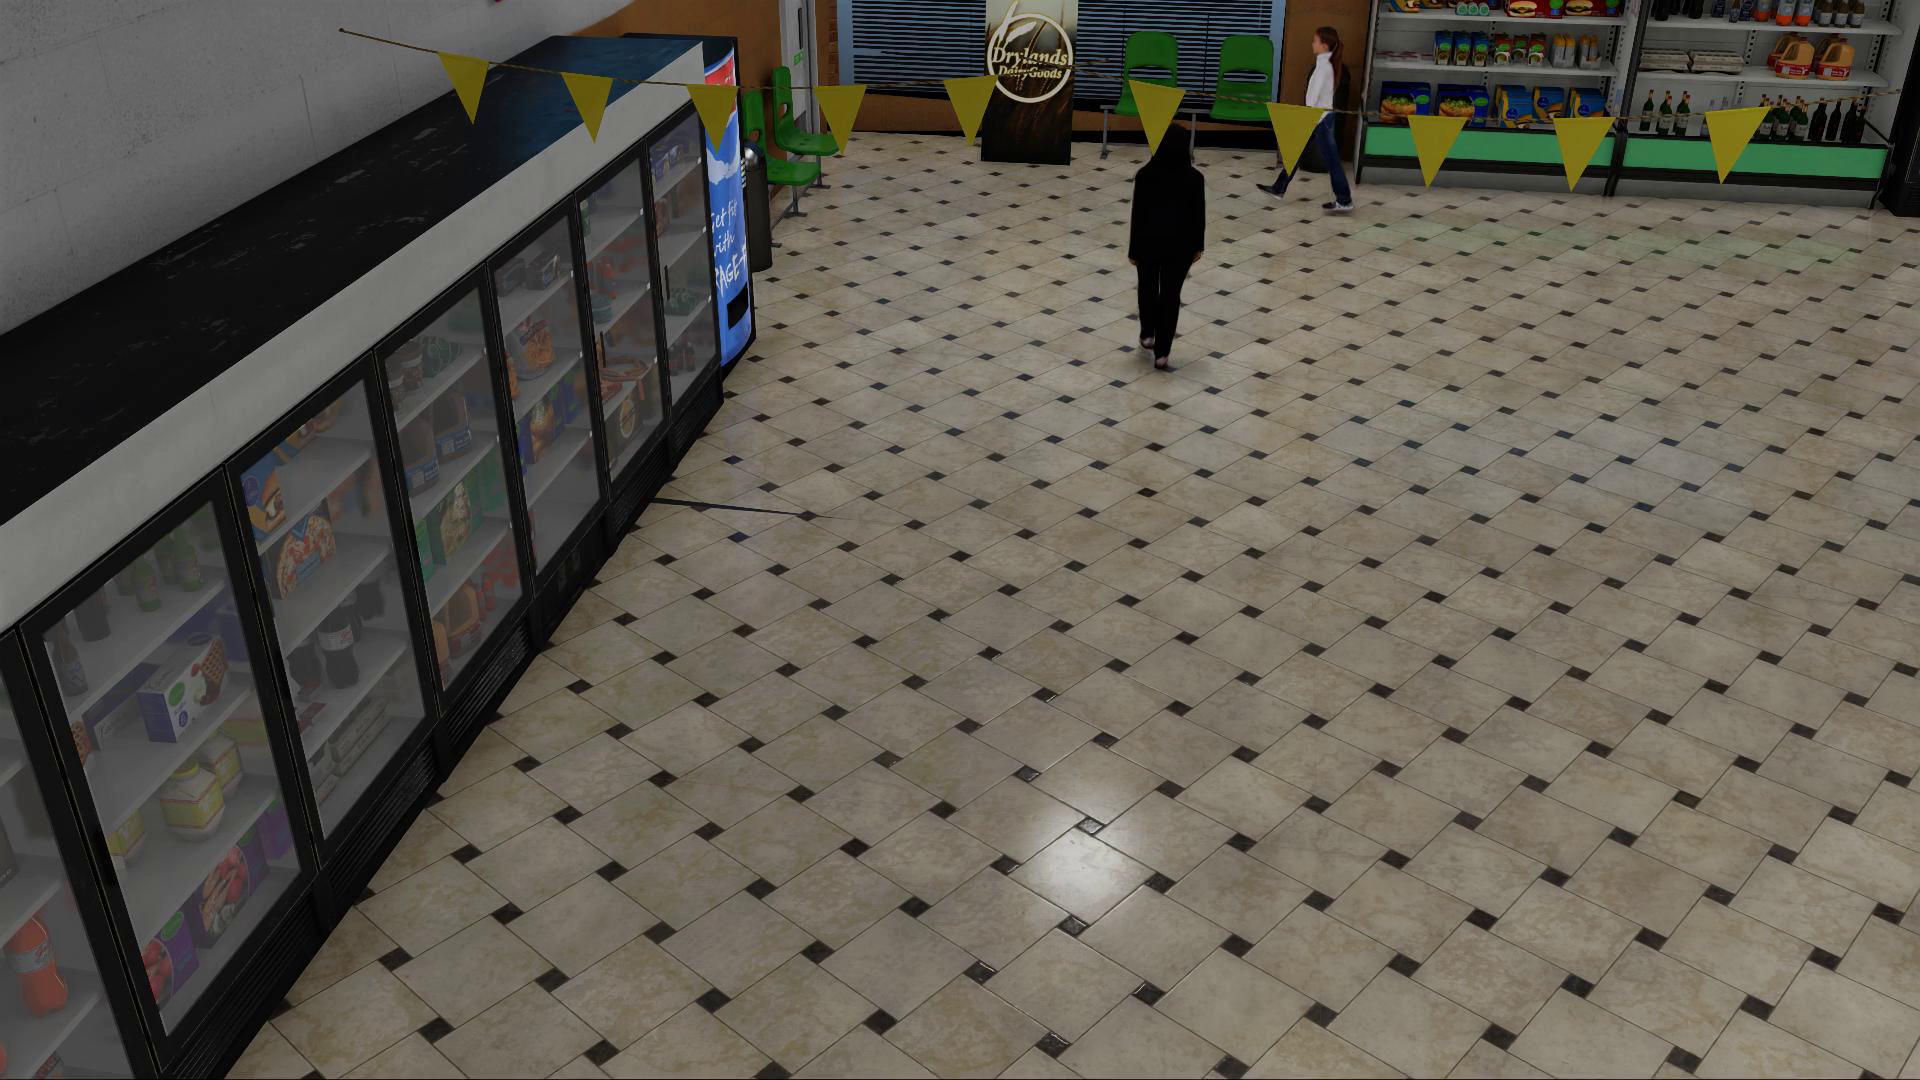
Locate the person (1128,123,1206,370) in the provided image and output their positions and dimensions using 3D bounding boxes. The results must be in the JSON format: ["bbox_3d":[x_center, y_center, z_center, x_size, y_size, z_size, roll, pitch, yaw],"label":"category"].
[{"bbox_3d":[1.350,-1.906,10.995,0.700,1.595,0.740,3,29,6],"label":"person"}]

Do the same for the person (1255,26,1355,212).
[{"bbox_3d":[3.109,-3.488,13.984,1.087,1.508,0.571,7,30,13],"label":"person"}]
